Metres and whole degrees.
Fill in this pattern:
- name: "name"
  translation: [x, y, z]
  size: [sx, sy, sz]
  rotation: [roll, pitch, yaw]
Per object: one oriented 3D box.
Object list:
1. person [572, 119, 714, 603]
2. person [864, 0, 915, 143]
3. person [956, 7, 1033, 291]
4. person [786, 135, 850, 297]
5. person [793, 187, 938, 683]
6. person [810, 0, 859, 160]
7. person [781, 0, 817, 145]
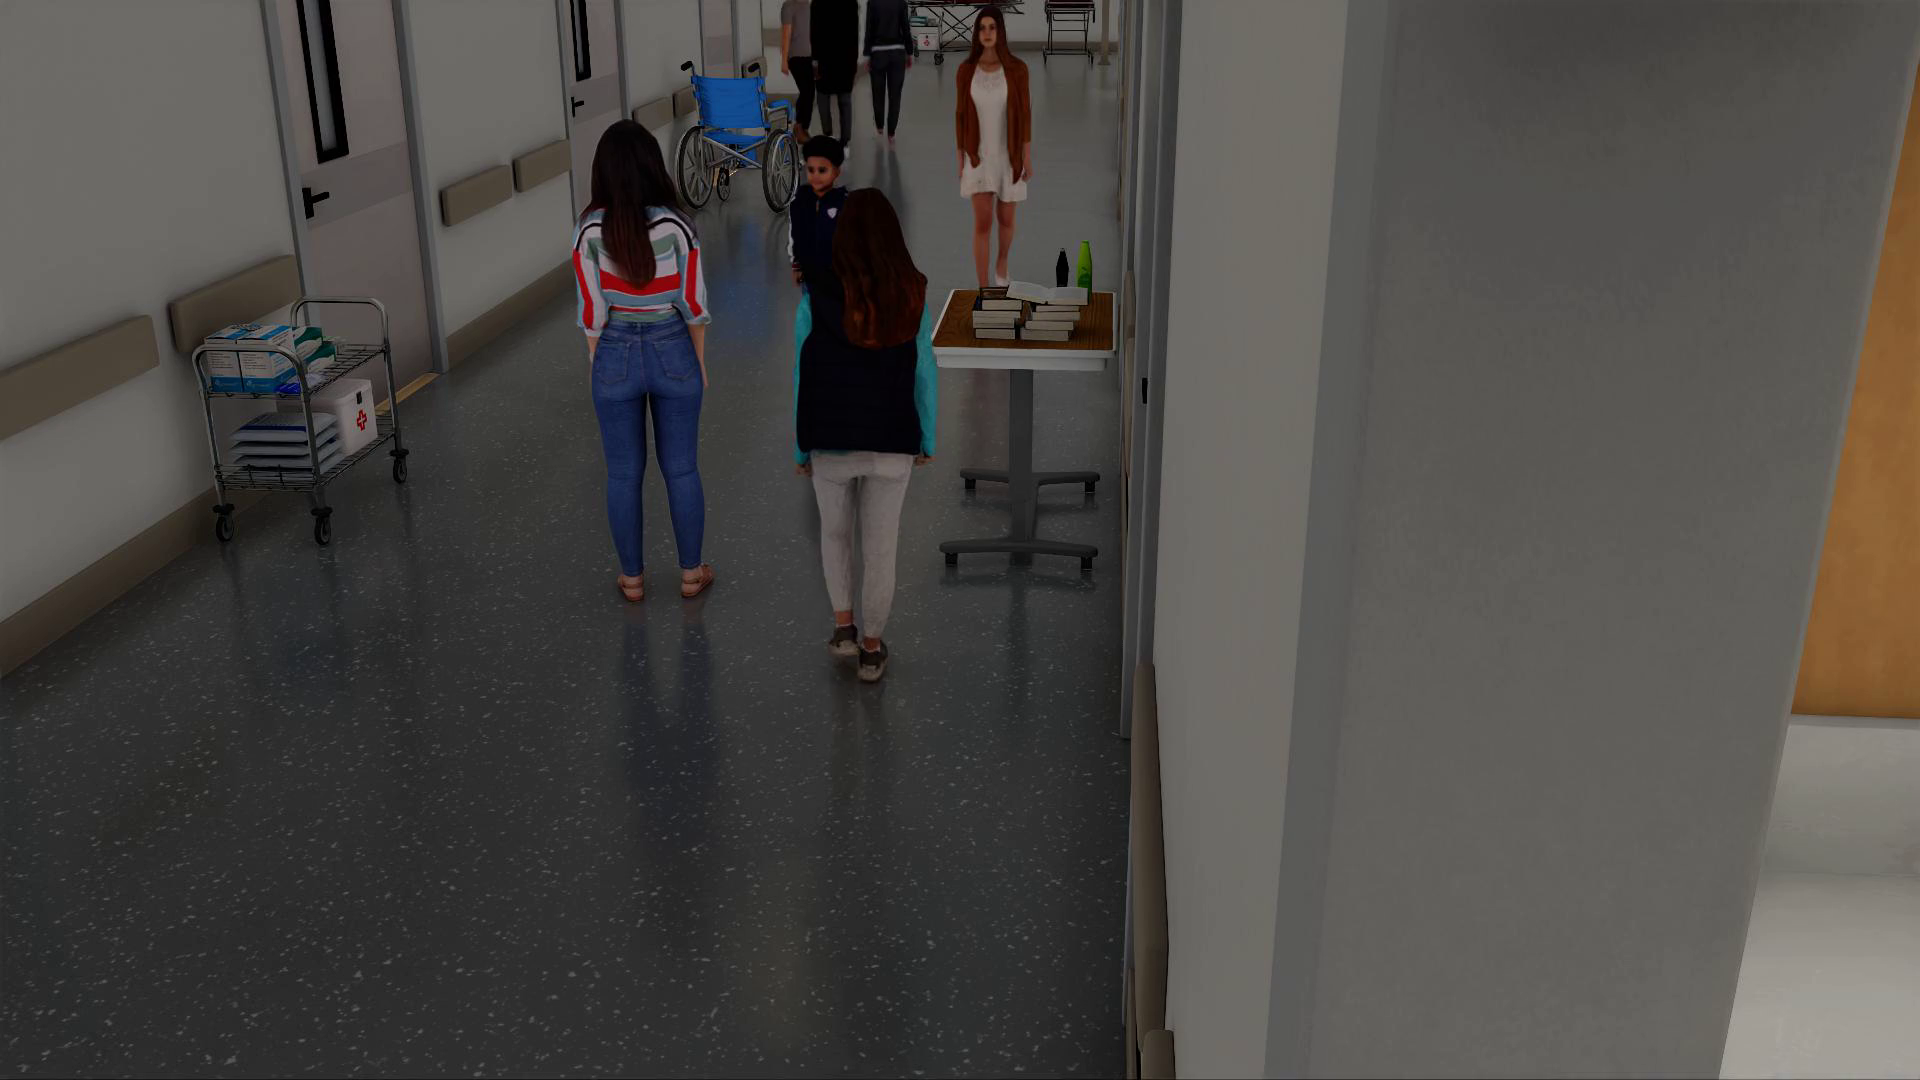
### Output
- name: "person"
  translation: [-1.048, -0.583, 5.544]
  size: [0.637, 1.615, 0.597]
  rotation: [-3, 21, -8]
- name: "person"
  translation: [-0.729, -4.867, 16.740]
  size: [0.697, 1.696, 0.999]
  rotation: [0, 21, 0]
- name: "person"
  translation: [0.218, -2.271, 9.900]
  size: [0.626, 1.685, 1.083]
  rotation: [1, 21, 3]
- name: "person"
  translation: [-0.646, -1.368, 8.193]
  size: [0.586, 1.206, 0.825]
  rotation: [5, 21, 12]
- name: "person"
  translation: [-0.293, -0.271, 4.894]
  size: [0.590, 1.492, 0.611]
  rotation: [0, 21, 0]
- name: "person"
  translation: [-1.144, -4.464, 15.606]
  size: [0.742, 1.746, 0.758]
  rotation: [-5, 21, -13]
- name: "person"
  translation: [-1.614, -4.777, 16.488]
  size: [0.862, 1.707, 0.766]
  rotation: [15, 26, 35]
